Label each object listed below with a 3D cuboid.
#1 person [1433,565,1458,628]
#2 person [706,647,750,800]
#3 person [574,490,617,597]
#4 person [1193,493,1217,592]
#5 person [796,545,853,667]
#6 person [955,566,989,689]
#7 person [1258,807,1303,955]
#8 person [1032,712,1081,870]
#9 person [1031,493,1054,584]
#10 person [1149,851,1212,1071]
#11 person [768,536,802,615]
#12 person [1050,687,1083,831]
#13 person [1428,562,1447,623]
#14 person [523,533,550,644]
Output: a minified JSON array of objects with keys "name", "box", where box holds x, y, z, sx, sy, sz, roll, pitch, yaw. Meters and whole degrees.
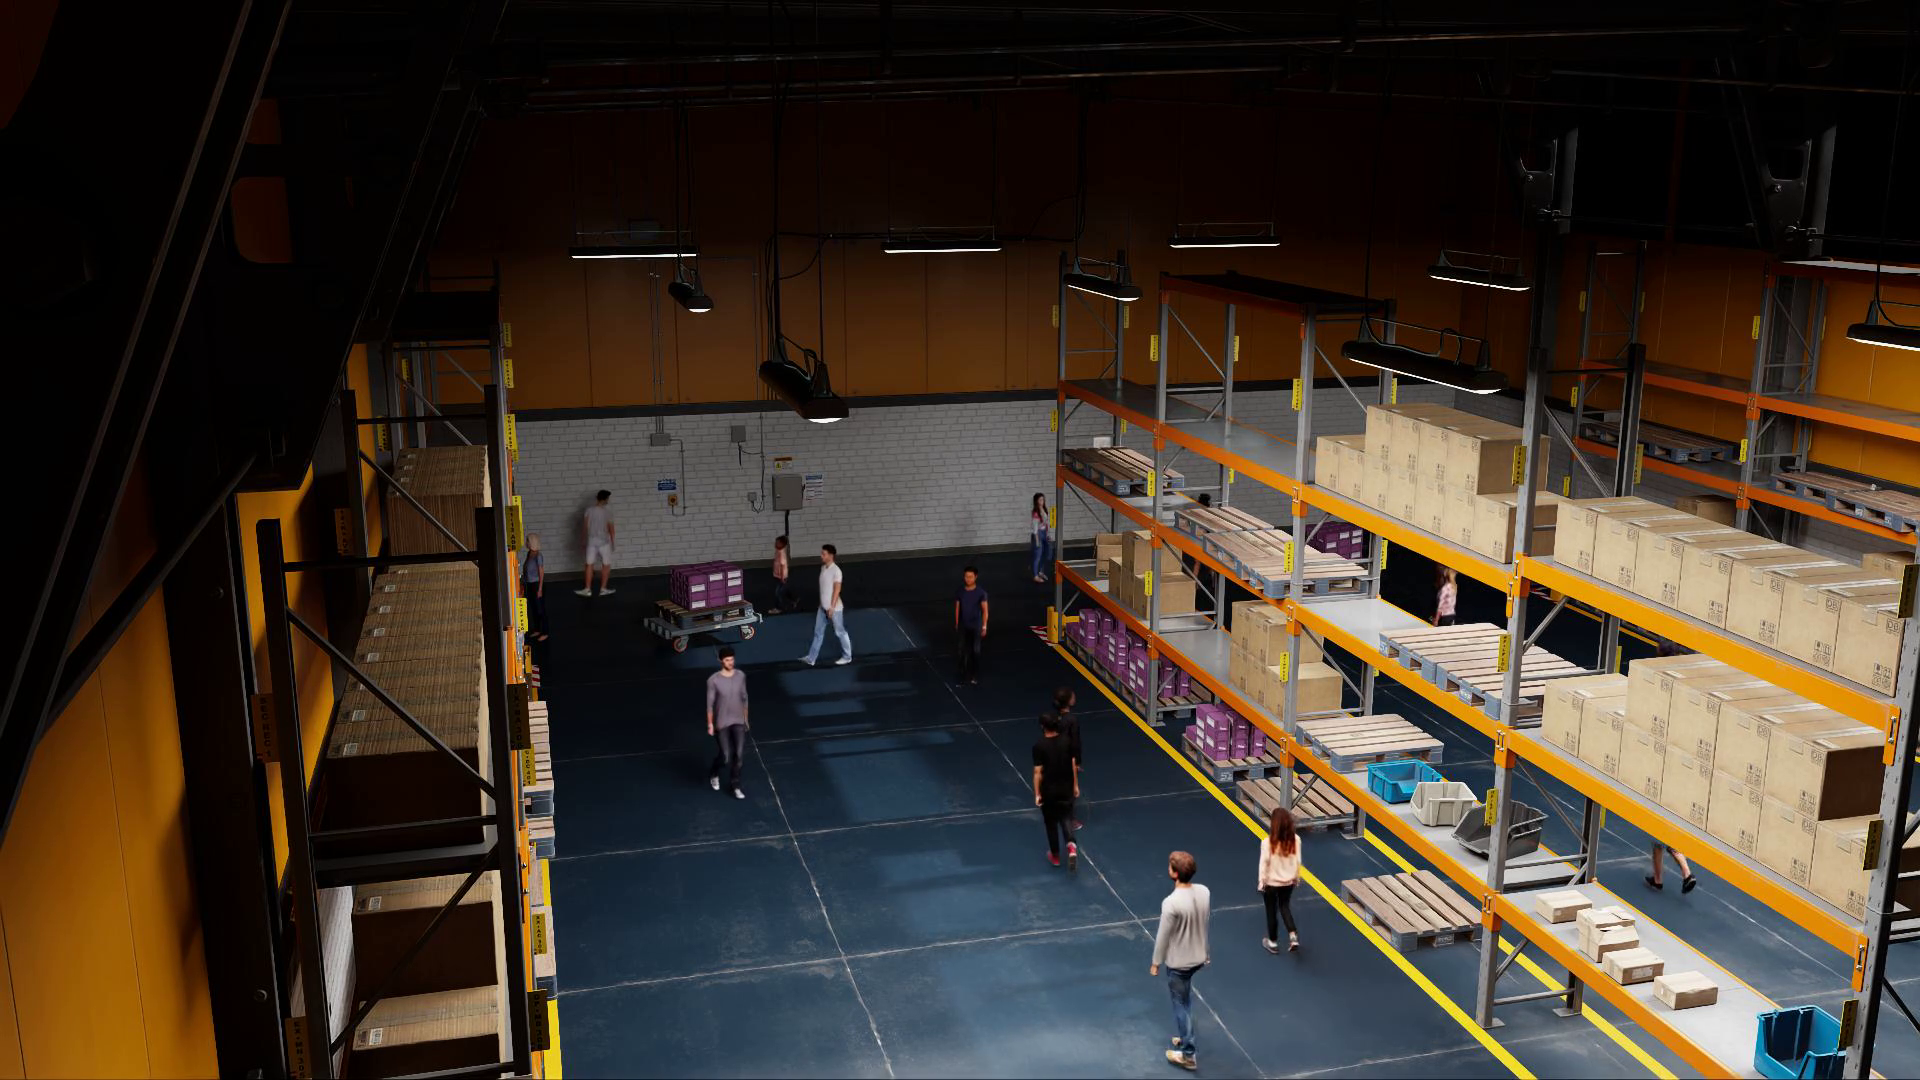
[{"name":"person","box":[7.146,1.166,24.195,1.122,1.604,1.037,8,16,31]},{"name":"person","box":[-2.763,2.135,19.692,0.808,1.840,0.874,-9,16,-33]},{"name":"person","box":[-6.220,0.057,28.315,0.946,1.819,0.727,-2,14,-8]},{"name":"person","box":[4.124,0.061,28.558,0.837,1.698,0.884,-10,17,-36]},{"name":"person","box":[-1.821,0.978,24.504,1.000,1.823,1.125,-10,17,-35]},{"name":"person","box":[0.180,1.199,23.712,0.904,1.766,1.022,4,14,14]},{"name":"person","box":[3.058,3.267,15.793,0.587,1.473,0.712,-5,14,-18]},{"name":"person","box":[1.040,2.696,17.611,0.681,1.729,0.897,-2,14,-9]},{"name":"person","box":[1.338,-0.049,29.208,0.741,1.605,0.709,10,17,37]},{"name":"person","box":[1.934,3.527,13.847,0.790,1.885,0.789,-11,17,-38]},{"name":"person","box":[-2.879,0.572,27.299,0.572,1.297,0.708,-3,14,-14]},{"name":"person","box":[1.171,2.457,18.714,0.633,1.673,0.731,11,17,38]},{"name":"person","box":[7.637,0.758,26.631,0.677,1.250,0.585,2,14,7]},{"name":"person","box":[-6.569,0.727,25.757,0.709,1.722,0.582,-11,18,-39]}]
